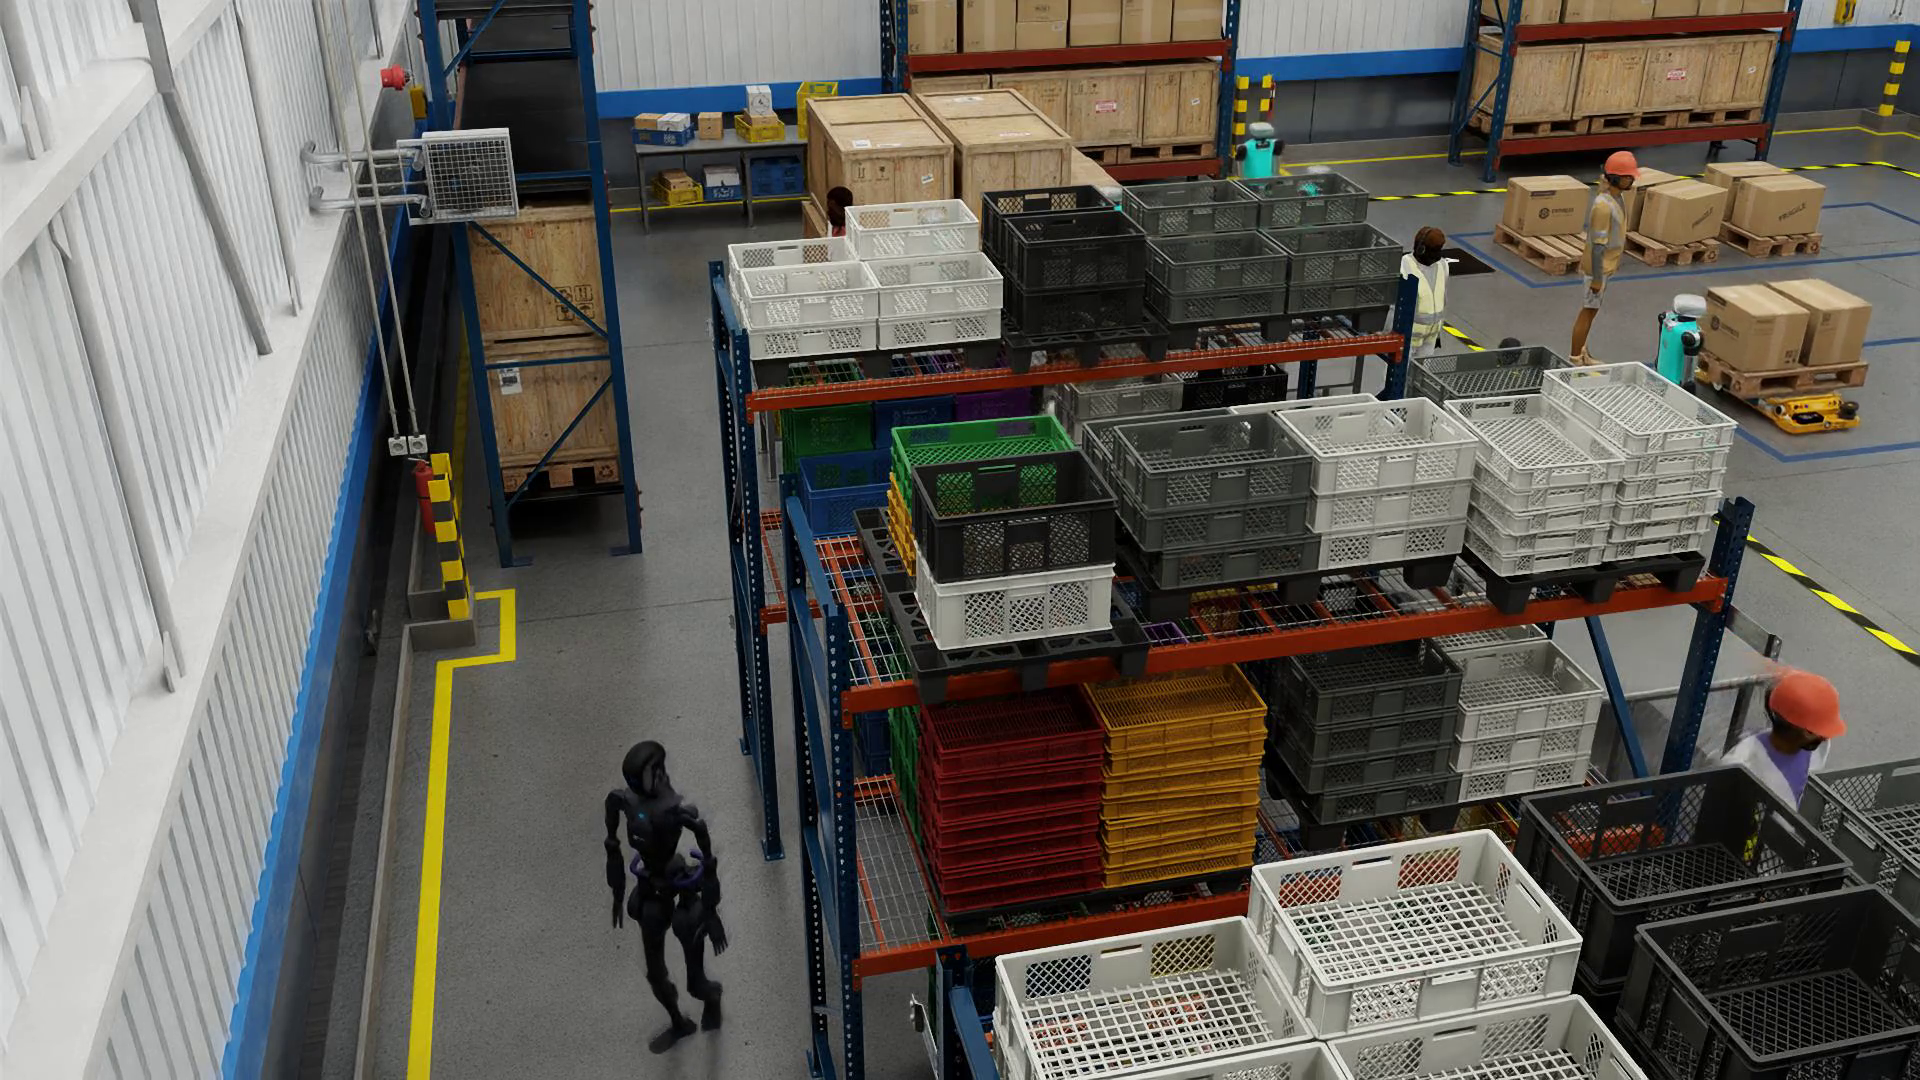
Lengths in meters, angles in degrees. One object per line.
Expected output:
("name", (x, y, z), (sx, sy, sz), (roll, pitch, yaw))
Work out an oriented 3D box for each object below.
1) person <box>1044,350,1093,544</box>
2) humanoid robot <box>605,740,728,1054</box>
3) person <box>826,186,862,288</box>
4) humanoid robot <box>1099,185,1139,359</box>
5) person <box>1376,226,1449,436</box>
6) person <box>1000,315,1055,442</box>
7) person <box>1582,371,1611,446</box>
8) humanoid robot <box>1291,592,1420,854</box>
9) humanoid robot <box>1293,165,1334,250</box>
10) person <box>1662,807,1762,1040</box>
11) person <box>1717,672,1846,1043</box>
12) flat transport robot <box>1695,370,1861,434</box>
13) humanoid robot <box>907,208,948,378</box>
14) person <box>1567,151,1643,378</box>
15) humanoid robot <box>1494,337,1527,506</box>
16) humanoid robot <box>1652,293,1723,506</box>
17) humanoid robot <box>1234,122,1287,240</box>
("person", (0.652, -0.393, 11.136), (0.438, 1.824, 0.618), (10, 29, 19))
("humanoid robot", (-1.292, 1.601, 7.527), (0.606, 1.642, 0.442), (10, 29, 18))
("person", (-0.944, -2.097, 14.257), (0.376, 1.916, 0.591), (-16, 32, -27))
("humanoid robot", (1.497, -2.326, 14.837), (0.689, 1.748, 0.530), (-16, 32, -28))
("person", (3.687, -1.657, 13.518), (0.628, 1.835, 0.429), (-15, 31, -25))
("person", (0.515, -1.369, 12.927), (0.511, 1.870, 0.326), (18, 33, 30))
("person", (4.072, -0.277, 10.998), (0.560, 1.737, 0.578), (12, 30, 22))
("humanoid robot", (2.189, 0.985, 8.711), (0.761, 1.627, 0.590), (9, 29, 17))
("humanoid robot", (3.366, -2.525, 15.299), (0.554, 1.757, 1.041), (-20, 34, -33))
("person", (2.966, 1.881, 6.804), (0.759, 1.831, 0.579), (-14, 31, -24))
("person", (3.542, 1.404, 7.512), (0.630, 2.012, 0.857), (-13, 31, -24))
("flat transport robot", (7.106, -1.324, 14.529), (0.652, 0.197, 1.431), (-6, 28, -12))
("humanoid robot", (-0.353, -1.880, 13.984), (0.670, 1.760, 0.540), (-15, 31, -26))
("person", (5.705, -2.432, 14.756), (0.366, 2.048, 0.606), (14, 31, 25))
("humanoid robot", (3.766, -0.634, 11.722), (0.599, 1.657, 0.315), (-1, 28, -2))
("humanoid robot", (5.414, -0.994, 12.215), (0.735, 1.676, 0.533), (-1, 28, -2))
("humanoid robot", (3.080, -3.244, 16.666), (0.546, 1.753, 1.037), (-11, 30, -20))
